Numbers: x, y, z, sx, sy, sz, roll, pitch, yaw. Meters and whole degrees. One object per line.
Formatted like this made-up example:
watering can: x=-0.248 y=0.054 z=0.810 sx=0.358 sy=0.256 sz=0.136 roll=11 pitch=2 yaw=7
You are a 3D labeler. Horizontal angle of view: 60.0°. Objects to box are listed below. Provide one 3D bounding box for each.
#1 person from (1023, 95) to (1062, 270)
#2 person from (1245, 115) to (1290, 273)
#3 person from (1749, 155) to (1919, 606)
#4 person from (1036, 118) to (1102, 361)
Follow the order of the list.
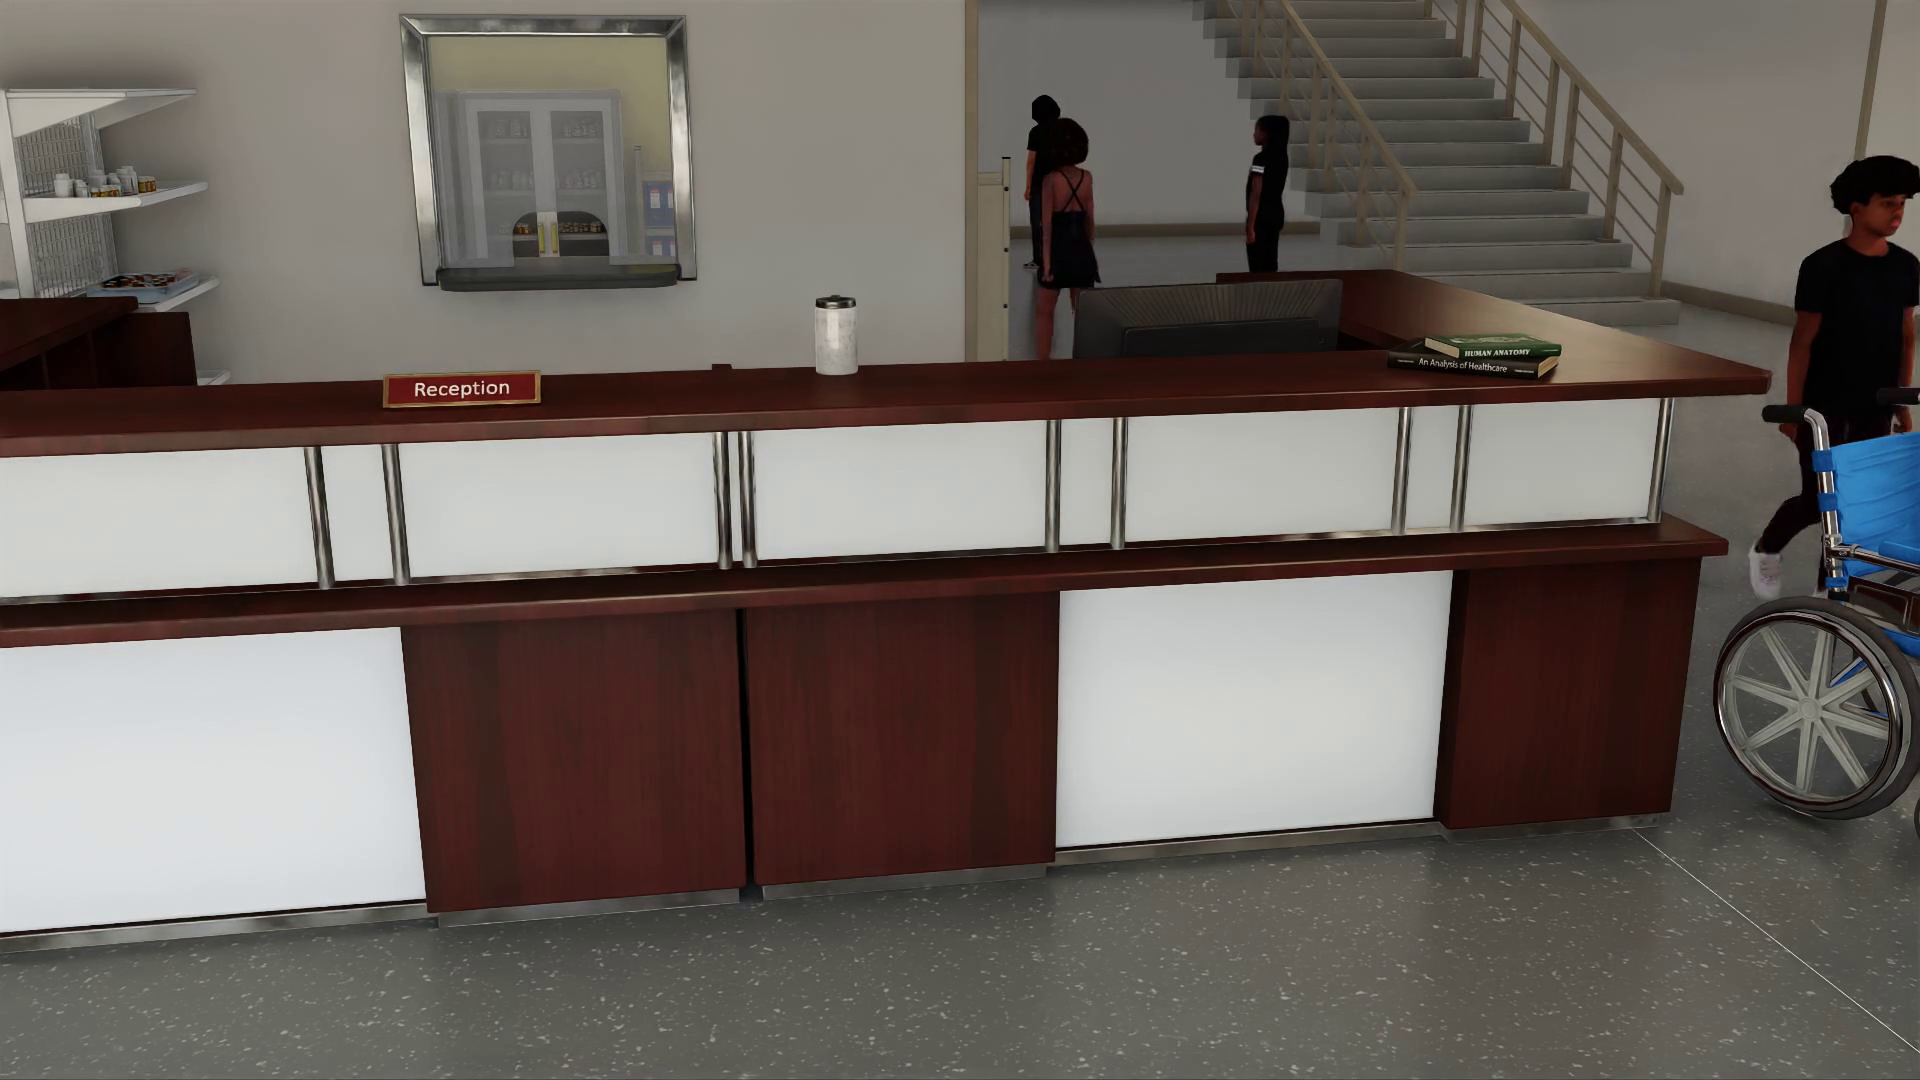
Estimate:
person: x=0.911 y=-3.847 z=17.869 sx=0.707 sy=1.827 sz=0.691 roll=-12 pitch=19 yaw=-35
person: x=2.493 y=-2.580 z=13.580 sx=0.765 sy=1.728 sz=0.710 roll=12 pitch=20 yaw=36
person: x=3.334 y=-0.564 z=6.354 sx=0.638 sy=1.769 sz=0.699 roll=-4 pitch=16 yaw=-13
person: x=0.725 y=-1.717 z=10.465 sx=0.790 sy=1.758 sz=1.124 roll=-8 pitch=18 yaw=-27
